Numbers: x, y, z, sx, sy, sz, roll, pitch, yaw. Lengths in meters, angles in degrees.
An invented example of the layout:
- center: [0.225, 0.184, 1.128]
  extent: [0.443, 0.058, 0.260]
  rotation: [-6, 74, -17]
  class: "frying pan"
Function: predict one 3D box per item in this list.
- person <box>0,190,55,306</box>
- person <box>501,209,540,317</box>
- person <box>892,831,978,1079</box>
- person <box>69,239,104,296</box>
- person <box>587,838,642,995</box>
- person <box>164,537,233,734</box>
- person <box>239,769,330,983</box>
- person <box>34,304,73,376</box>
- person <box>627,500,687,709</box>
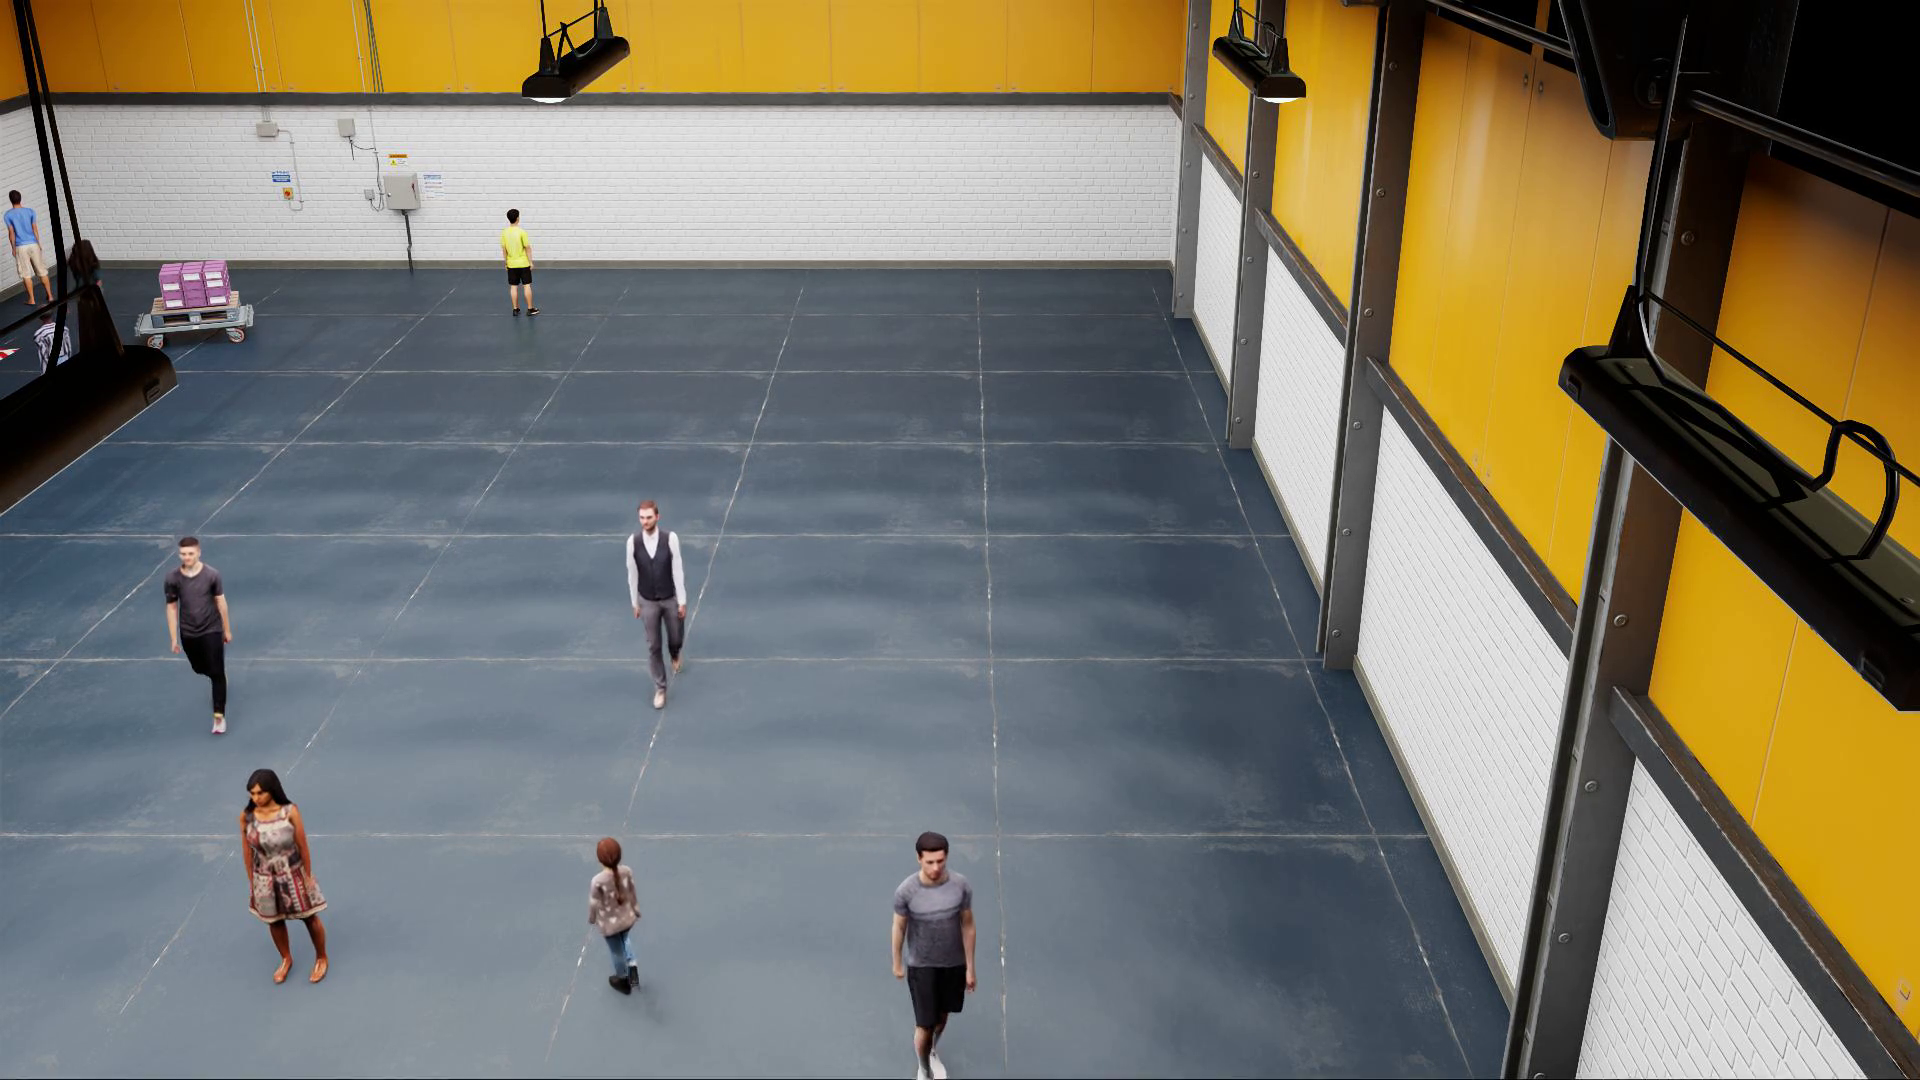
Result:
- center: [-15.303, -4.806, 27.275]
  extent: [0.736, 1.862, 0.794]
  rotation: [-21, 31, -40]
  class: "person"
- center: [-7.080, -4.452, 26.658]
  extent: [0.636, 1.709, 0.560]
  rotation: [2, 24, 6]
  class: "person"
- center: [-0.175, 2.570, 10.412]
  extent: [0.764, 1.854, 0.830]
  rotation: [-7, 25, -16]
  class: "person"
- center: [-13.148, -3.687, 25.090]
  extent: [0.810, 1.563, 1.163]
  rotation: [-7, 25, -15]
  class: "person"
- center: [-2.304, 2.575, 11.239]
  extent: [0.571, 1.183, 0.630]
  rotation: [-20, 30, -37]
  class: "person"
- center: [-6.673, 0.778, 14.657]
  extent: [0.813, 1.738, 1.169]
  rotation: [-6, 24, -13]
  class: "person"
- center: [-4.631, 2.269, 11.365]
  extent: [0.683, 1.642, 0.561]
  rotation: [-2, 24, -5]
  class: "person"
- center: [-11.520, -2.152, 21.288]
  extent: [0.756, 1.796, 0.618]
  rotation: [11, 26, 23]
  class: "person"
- center: [-2.706, 0.505, 15.049]
  extent: [0.706, 1.922, 0.968]
  rotation: [-2, 24, -4]
  class: "person"
